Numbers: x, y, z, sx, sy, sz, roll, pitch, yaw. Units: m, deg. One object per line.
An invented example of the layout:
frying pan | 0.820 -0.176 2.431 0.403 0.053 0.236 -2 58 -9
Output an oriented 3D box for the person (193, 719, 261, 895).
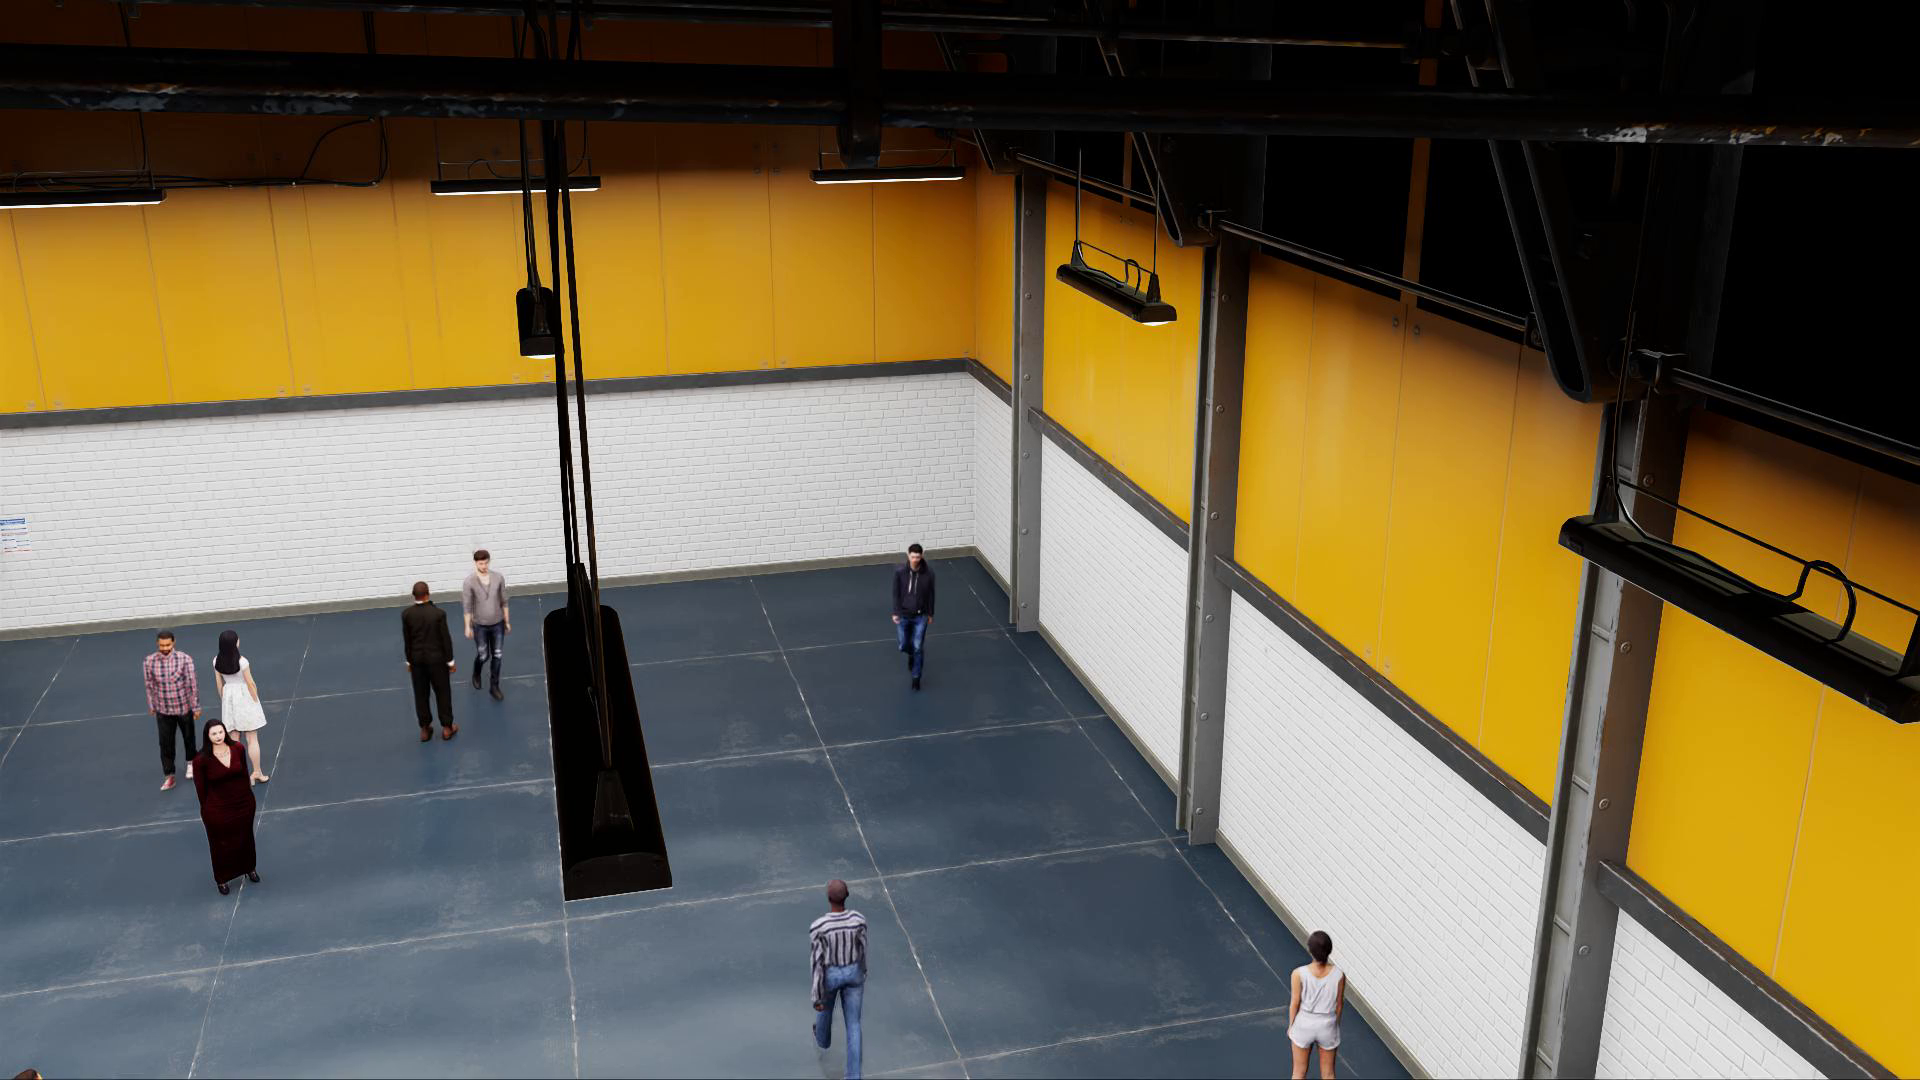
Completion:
person | -6.964 2.499 15.789 0.794 1.757 0.772 16 24 39

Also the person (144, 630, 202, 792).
person | -8.469 1.771 17.984 0.717 1.735 0.959 -4 19 -12

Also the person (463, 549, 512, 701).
person | -5.730 0.982 20.086 0.812 1.889 0.900 -11 21 -29

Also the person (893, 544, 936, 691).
person | -0.563 0.884 20.404 0.856 1.872 1.020 1 19 4

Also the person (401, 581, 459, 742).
person | -6.049 1.372 18.904 0.742 1.905 0.697 -1 19 -2

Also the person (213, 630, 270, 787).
person | -7.729 1.796 17.849 0.746 1.775 0.763 2 19 7

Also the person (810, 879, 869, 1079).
person | -0.891 3.496 12.846 0.729 1.746 1.176 -7 20 -19

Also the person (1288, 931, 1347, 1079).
person | 2.682 3.658 12.543 0.621 1.632 0.614 1 19 2
